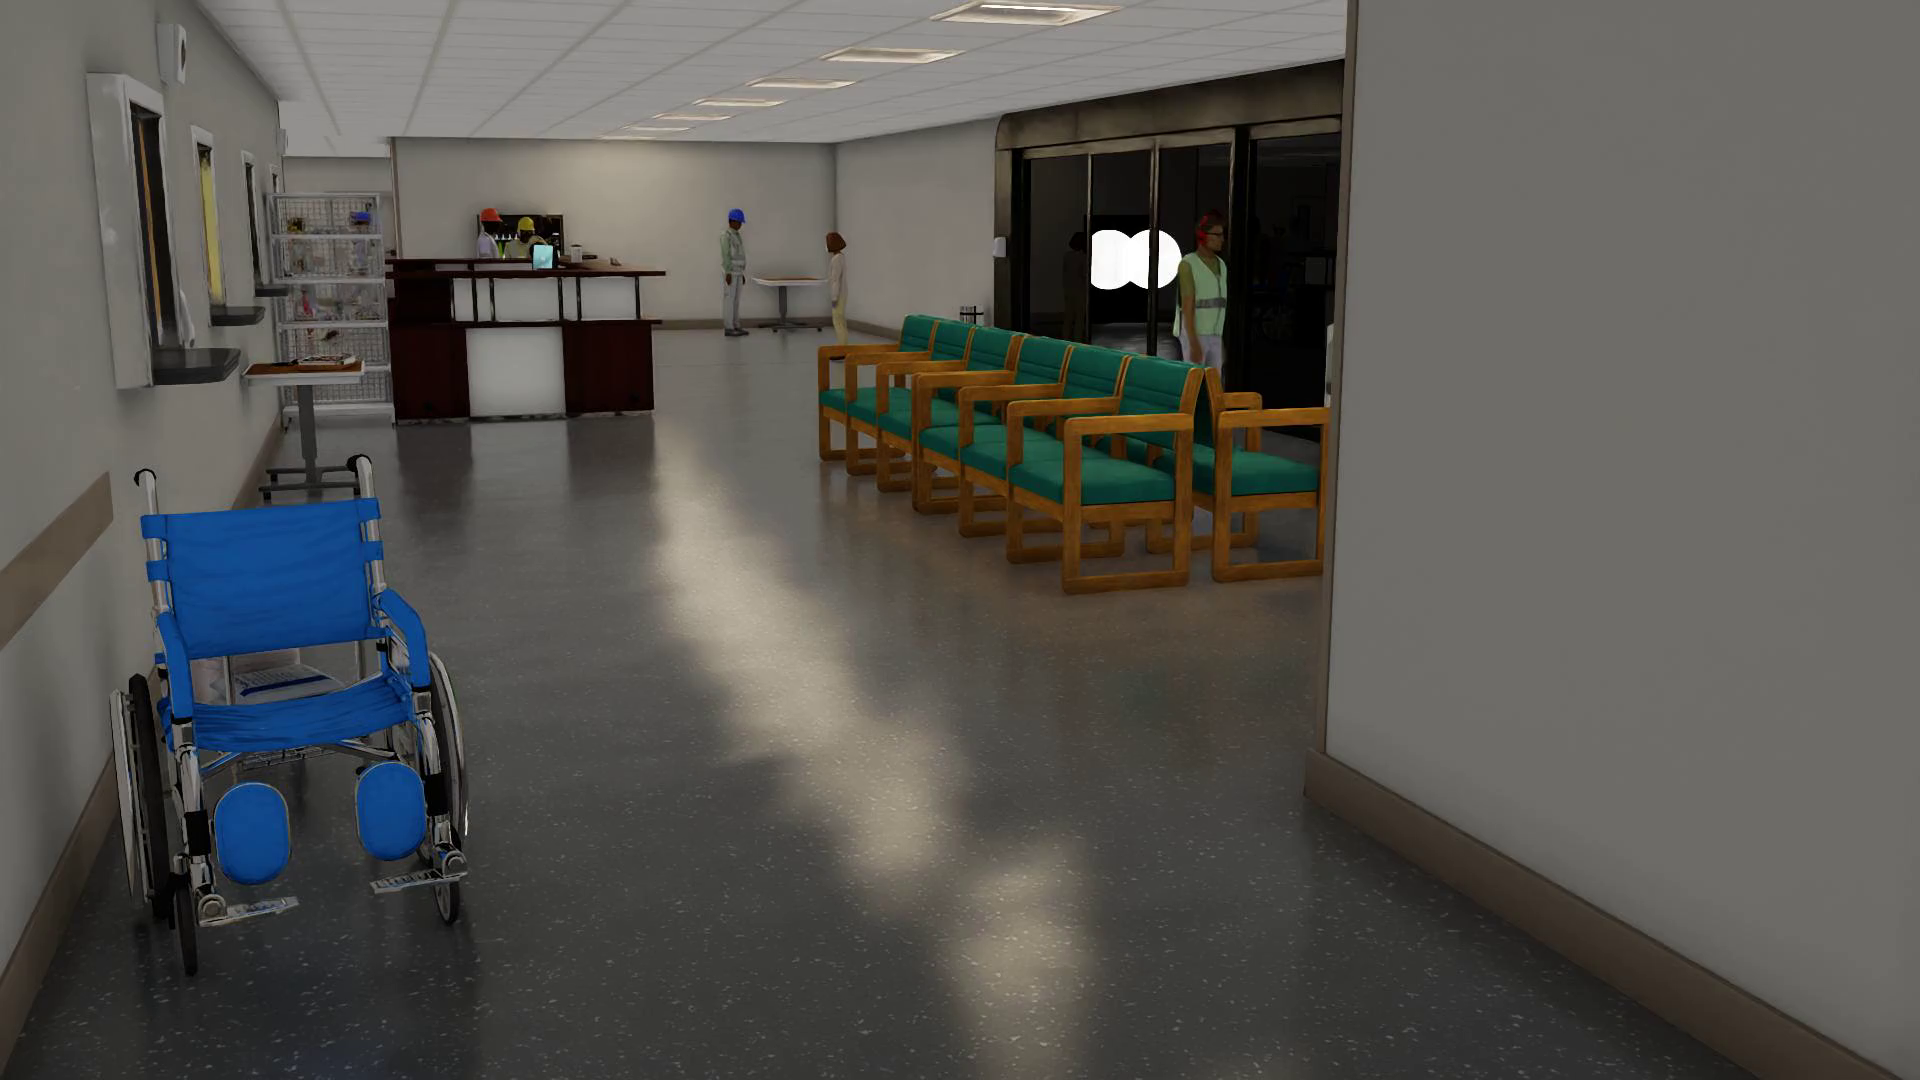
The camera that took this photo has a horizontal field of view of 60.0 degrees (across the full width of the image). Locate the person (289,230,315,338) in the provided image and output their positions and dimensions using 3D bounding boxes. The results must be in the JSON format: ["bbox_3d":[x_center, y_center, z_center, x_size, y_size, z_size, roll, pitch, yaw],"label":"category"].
[{"bbox_3d":[-9.986,-3.915,25.041,0.533,1.768,0.311,-1,11,-3],"label":"person"}]

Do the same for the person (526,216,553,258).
[{"bbox_3d":[-5.412,-3.271,21.583,0.431,1.836,0.625,-2,11,-9],"label":"person"}]

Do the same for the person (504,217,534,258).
[{"bbox_3d":[-5.774,-3.395,22.235,0.595,1.825,0.404,-5,12,-24],"label":"person"}]

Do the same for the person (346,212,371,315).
[{"bbox_3d":[-11.009,-5.034,30.419,0.399,1.909,0.642,2,11,8],"label":"person"}]

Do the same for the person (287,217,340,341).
[{"bbox_3d":[-9.600,-3.799,24.307,0.963,1.827,0.534,-1,11,-5],"label":"person"}]

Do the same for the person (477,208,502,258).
[{"bbox_3d":[-6.518,-3.632,23.147,0.379,1.938,0.547,-2,11,-10],"label":"person"}]

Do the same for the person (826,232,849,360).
[{"bbox_3d":[-1.571,-3.105,21.257,0.285,1.627,0.504,1,11,3],"label":"person"}]

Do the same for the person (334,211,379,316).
[{"bbox_3d":[-10.736,-4.887,29.649,0.796,1.921,0.611,-4,12,-20],"label":"person"}]

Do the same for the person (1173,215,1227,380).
[{"bbox_3d":[1.807,-1.500,12.459,0.404,1.845,0.579,9,14,39],"label":"person"}]

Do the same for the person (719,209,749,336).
[{"bbox_3d":[-3.467,-4.103,25.560,0.402,1.938,0.604,3,11,14],"label":"person"}]
